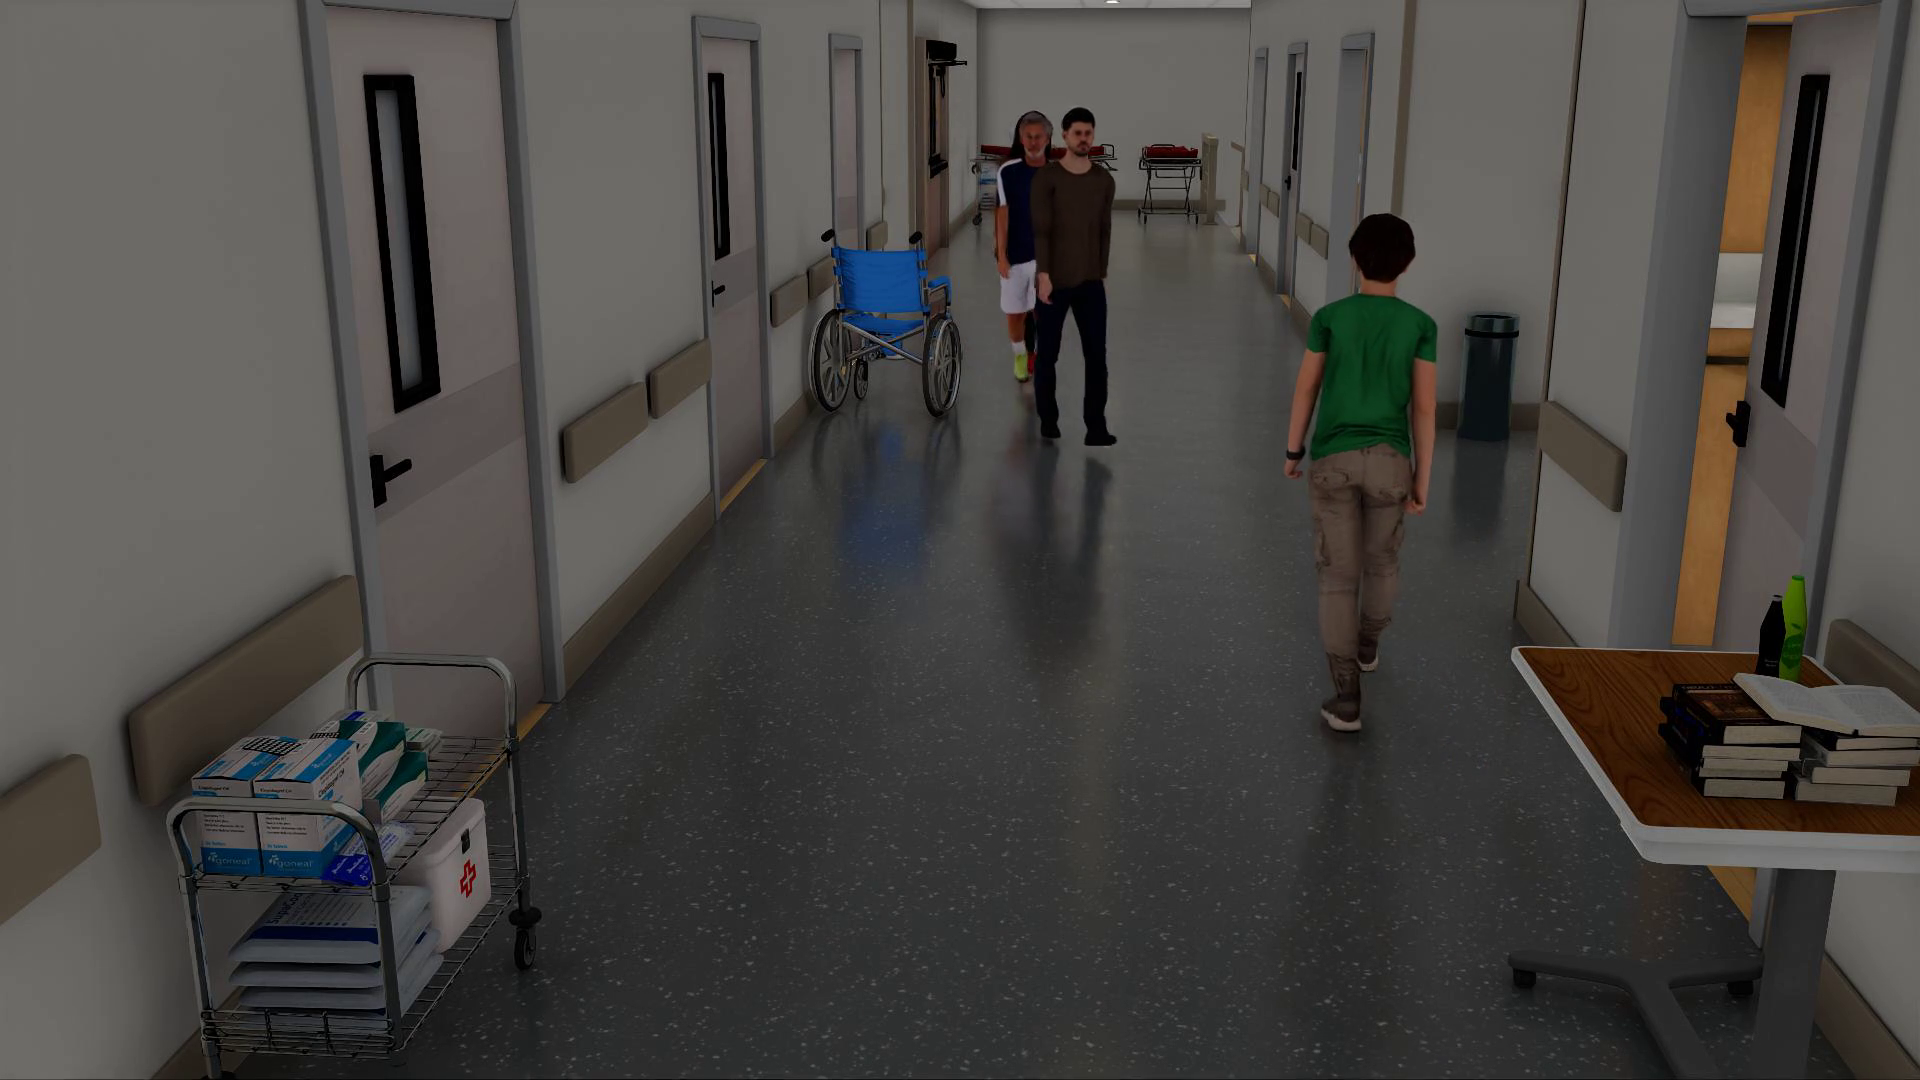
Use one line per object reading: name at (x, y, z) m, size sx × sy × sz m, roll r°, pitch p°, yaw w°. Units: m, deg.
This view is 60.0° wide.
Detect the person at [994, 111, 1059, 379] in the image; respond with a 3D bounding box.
person at (0.496, -2.068, 11.683) m, size 0.871 × 1.777 × 1.247 m, roll -3°, pitch 16°, yaw -9°

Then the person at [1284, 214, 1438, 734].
person at (1.282, -0.184, 5.295) m, size 0.584 × 1.617 × 1.036 m, roll 1°, pitch 16°, yaw 4°

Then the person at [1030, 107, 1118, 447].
person at (0.585, -1.466, 9.406) m, size 0.873 × 1.854 × 1.094 m, roll -3°, pitch 16°, yaw -12°

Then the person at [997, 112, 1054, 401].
person at (0.445, -1.814, 10.749) m, size 0.605 × 1.796 × 1.161 m, roll 1°, pitch 16°, yaw 4°
